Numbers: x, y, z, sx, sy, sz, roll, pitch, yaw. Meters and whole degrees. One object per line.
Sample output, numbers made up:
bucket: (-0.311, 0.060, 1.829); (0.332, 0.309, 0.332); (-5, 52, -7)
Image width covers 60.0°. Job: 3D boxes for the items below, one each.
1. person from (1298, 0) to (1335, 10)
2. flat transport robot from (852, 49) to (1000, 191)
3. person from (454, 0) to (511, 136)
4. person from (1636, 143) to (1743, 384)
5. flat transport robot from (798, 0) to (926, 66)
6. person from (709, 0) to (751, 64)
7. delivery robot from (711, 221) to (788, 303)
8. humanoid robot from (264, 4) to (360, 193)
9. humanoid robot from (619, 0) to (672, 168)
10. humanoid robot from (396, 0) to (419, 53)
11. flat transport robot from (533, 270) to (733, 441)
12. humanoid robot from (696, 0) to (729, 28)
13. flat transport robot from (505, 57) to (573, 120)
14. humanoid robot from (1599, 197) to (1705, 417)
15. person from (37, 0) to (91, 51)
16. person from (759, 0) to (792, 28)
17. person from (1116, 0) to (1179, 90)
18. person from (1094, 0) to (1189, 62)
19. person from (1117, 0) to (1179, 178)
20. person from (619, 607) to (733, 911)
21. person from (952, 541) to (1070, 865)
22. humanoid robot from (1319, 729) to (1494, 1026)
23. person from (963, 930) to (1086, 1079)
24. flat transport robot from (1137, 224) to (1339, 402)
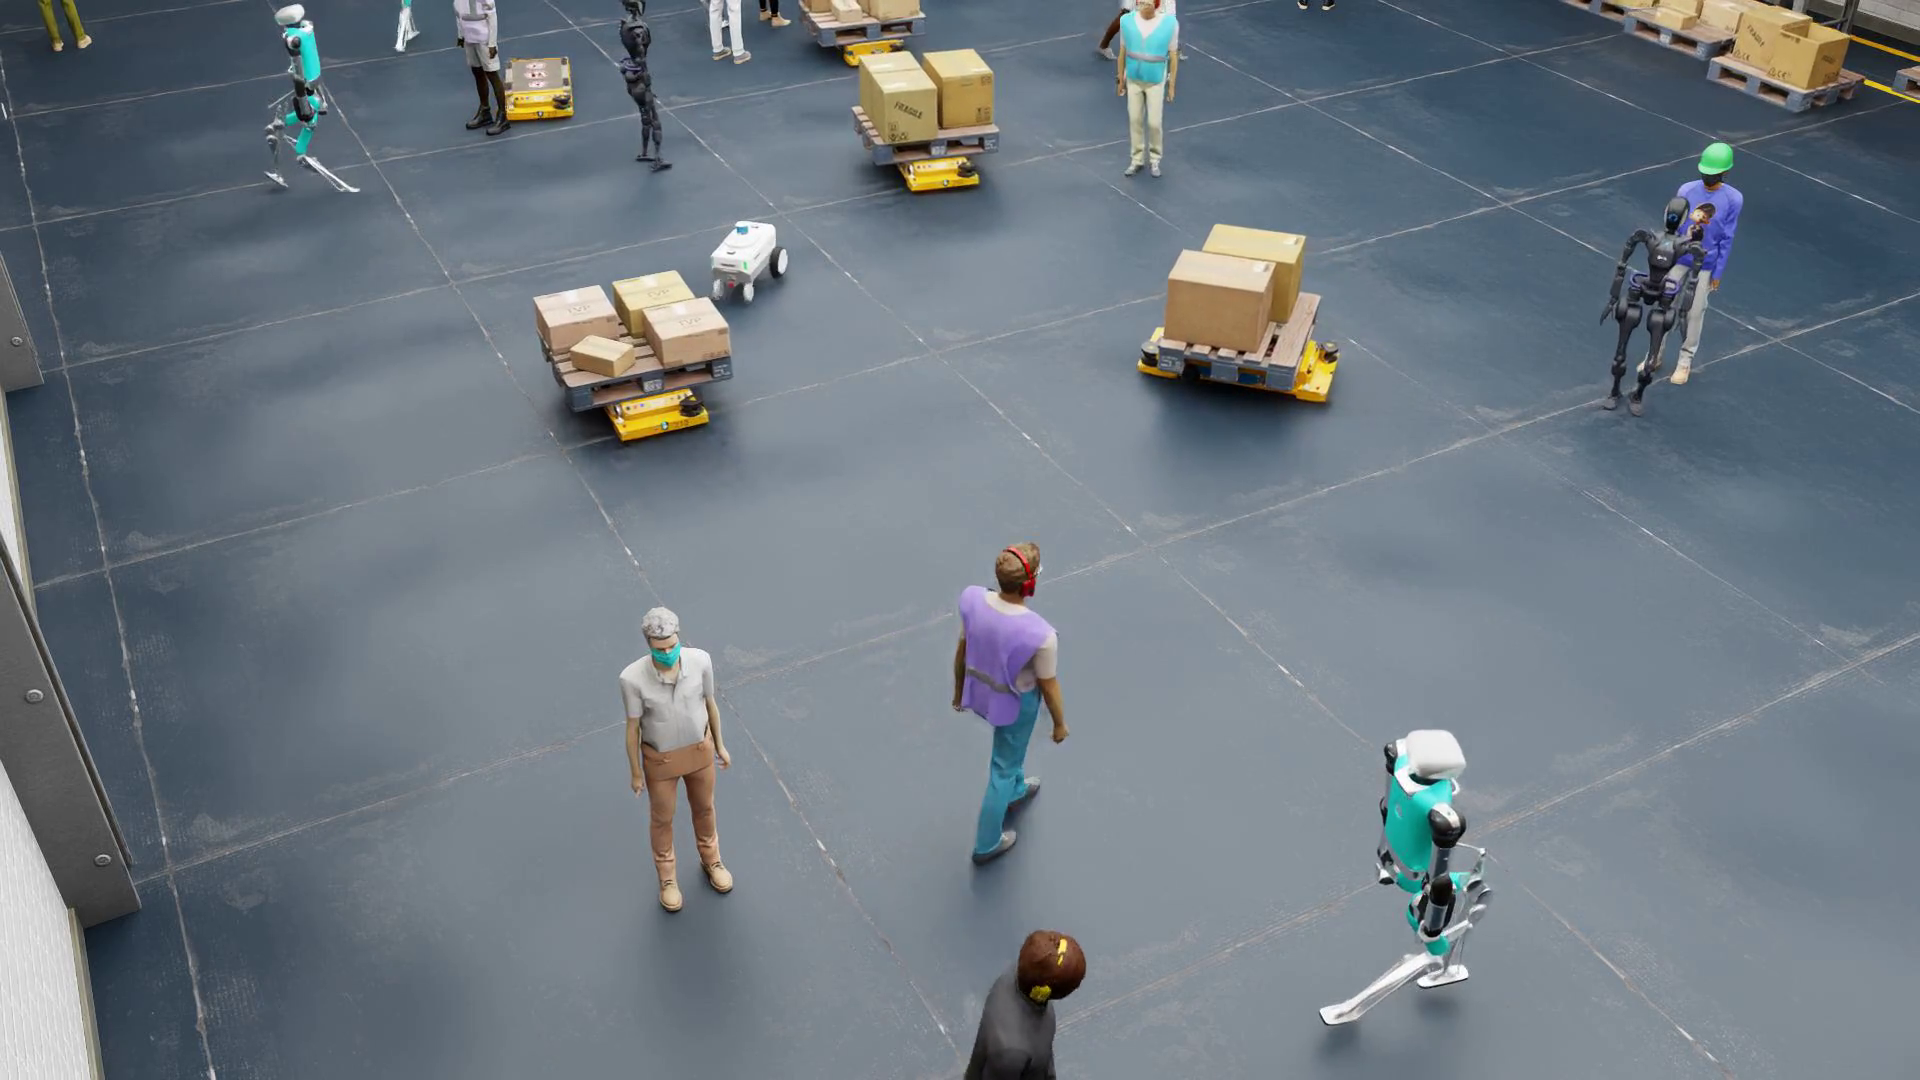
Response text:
person: (4.283, -7.266, 19.611); (0.606, 1.965, 0.373); (8, 36, 11)
flat transport robot: (-0.330, -3.750, 16.069); (0.659, 0.231, 1.431); (-9, 36, -13)
person: (-4.756, -4.954, 16.334); (0.542, 1.939, 0.367); (25, 42, 31)
person: (5.383, -2.034, 12.239); (0.464, 1.864, 0.384); (21, 40, 27)
flat transport robot: (-1.120, -5.701, 18.856); (0.659, 0.231, 1.431); (-11, 37, -16)
person: (-2.578, -6.151, 18.098); (0.578, 1.879, 0.350); (16, 38, 22)
delivery robot: (-1.786, -2.357, 13.841); (0.499, 0.606, 0.807); (9, 36, 13)
humanoid robot: (-6.151, -3.956, 15.137); (1.040, 1.787, 0.533); (-1, 35, -1)
humanoid robot: (-3.010, -4.358, 15.712); (0.348, 1.648, 0.609); (-12, 37, -17)
humanoid robot: (-6.251, -6.353, 18.495); (0.548, 1.753, 0.844); (8, 36, 11)
flat transport robot: (-2.412, -1.211, 12.445); (0.659, 0.231, 1.431); (-15, 38, -20)
humanoid robot: (-2.854, -6.689, 18.960); (0.670, 1.765, 0.542); (-29, 44, -34)
flat transport robot: (-4.444, -4.776, 17.535); (0.659, 0.231, 1.431); (-7, 36, -10)
humanoid robot: (4.904, -1.662, 11.852); (0.601, 1.650, 0.335); (16, 38, 21)
person: (-10.154, -6.362, 18.434); (0.521, 1.836, 0.362); (-10, 36, -14)
person: (-2.185, -6.789, 19.169); (0.317, 1.691, 0.534); (-24, 42, -30)
person: (2.004, -5.507, 17.382); (0.758, 1.645, 0.496); (-10, 36, -14)
person: (1.993, -6.121, 18.071); (1.056, 1.888, 0.559); (7, 36, 10)
person: (1.727, -4.254, 15.442); (0.579, 1.824, 0.420); (14, 37, 19)
person: (-1.348, 1.032, 7.952); (0.490, 1.746, 0.310); (-16, 38, -22)
person: (0.298, 0.770, 8.260); (0.591, 1.823, 0.799); (29, 44, 34)
humanoid robot: (2.125, 1.498, 7.311); (1.015, 1.741, 0.555); (-9, 36, -12)
person: (0.279, 2.164, 6.276); (0.987, 1.812, 0.546); (5, 35, 6)
flat transport robot: (2.130, -1.391, 12.702); (1.431, 0.231, 0.659); (11, 37, 15)
